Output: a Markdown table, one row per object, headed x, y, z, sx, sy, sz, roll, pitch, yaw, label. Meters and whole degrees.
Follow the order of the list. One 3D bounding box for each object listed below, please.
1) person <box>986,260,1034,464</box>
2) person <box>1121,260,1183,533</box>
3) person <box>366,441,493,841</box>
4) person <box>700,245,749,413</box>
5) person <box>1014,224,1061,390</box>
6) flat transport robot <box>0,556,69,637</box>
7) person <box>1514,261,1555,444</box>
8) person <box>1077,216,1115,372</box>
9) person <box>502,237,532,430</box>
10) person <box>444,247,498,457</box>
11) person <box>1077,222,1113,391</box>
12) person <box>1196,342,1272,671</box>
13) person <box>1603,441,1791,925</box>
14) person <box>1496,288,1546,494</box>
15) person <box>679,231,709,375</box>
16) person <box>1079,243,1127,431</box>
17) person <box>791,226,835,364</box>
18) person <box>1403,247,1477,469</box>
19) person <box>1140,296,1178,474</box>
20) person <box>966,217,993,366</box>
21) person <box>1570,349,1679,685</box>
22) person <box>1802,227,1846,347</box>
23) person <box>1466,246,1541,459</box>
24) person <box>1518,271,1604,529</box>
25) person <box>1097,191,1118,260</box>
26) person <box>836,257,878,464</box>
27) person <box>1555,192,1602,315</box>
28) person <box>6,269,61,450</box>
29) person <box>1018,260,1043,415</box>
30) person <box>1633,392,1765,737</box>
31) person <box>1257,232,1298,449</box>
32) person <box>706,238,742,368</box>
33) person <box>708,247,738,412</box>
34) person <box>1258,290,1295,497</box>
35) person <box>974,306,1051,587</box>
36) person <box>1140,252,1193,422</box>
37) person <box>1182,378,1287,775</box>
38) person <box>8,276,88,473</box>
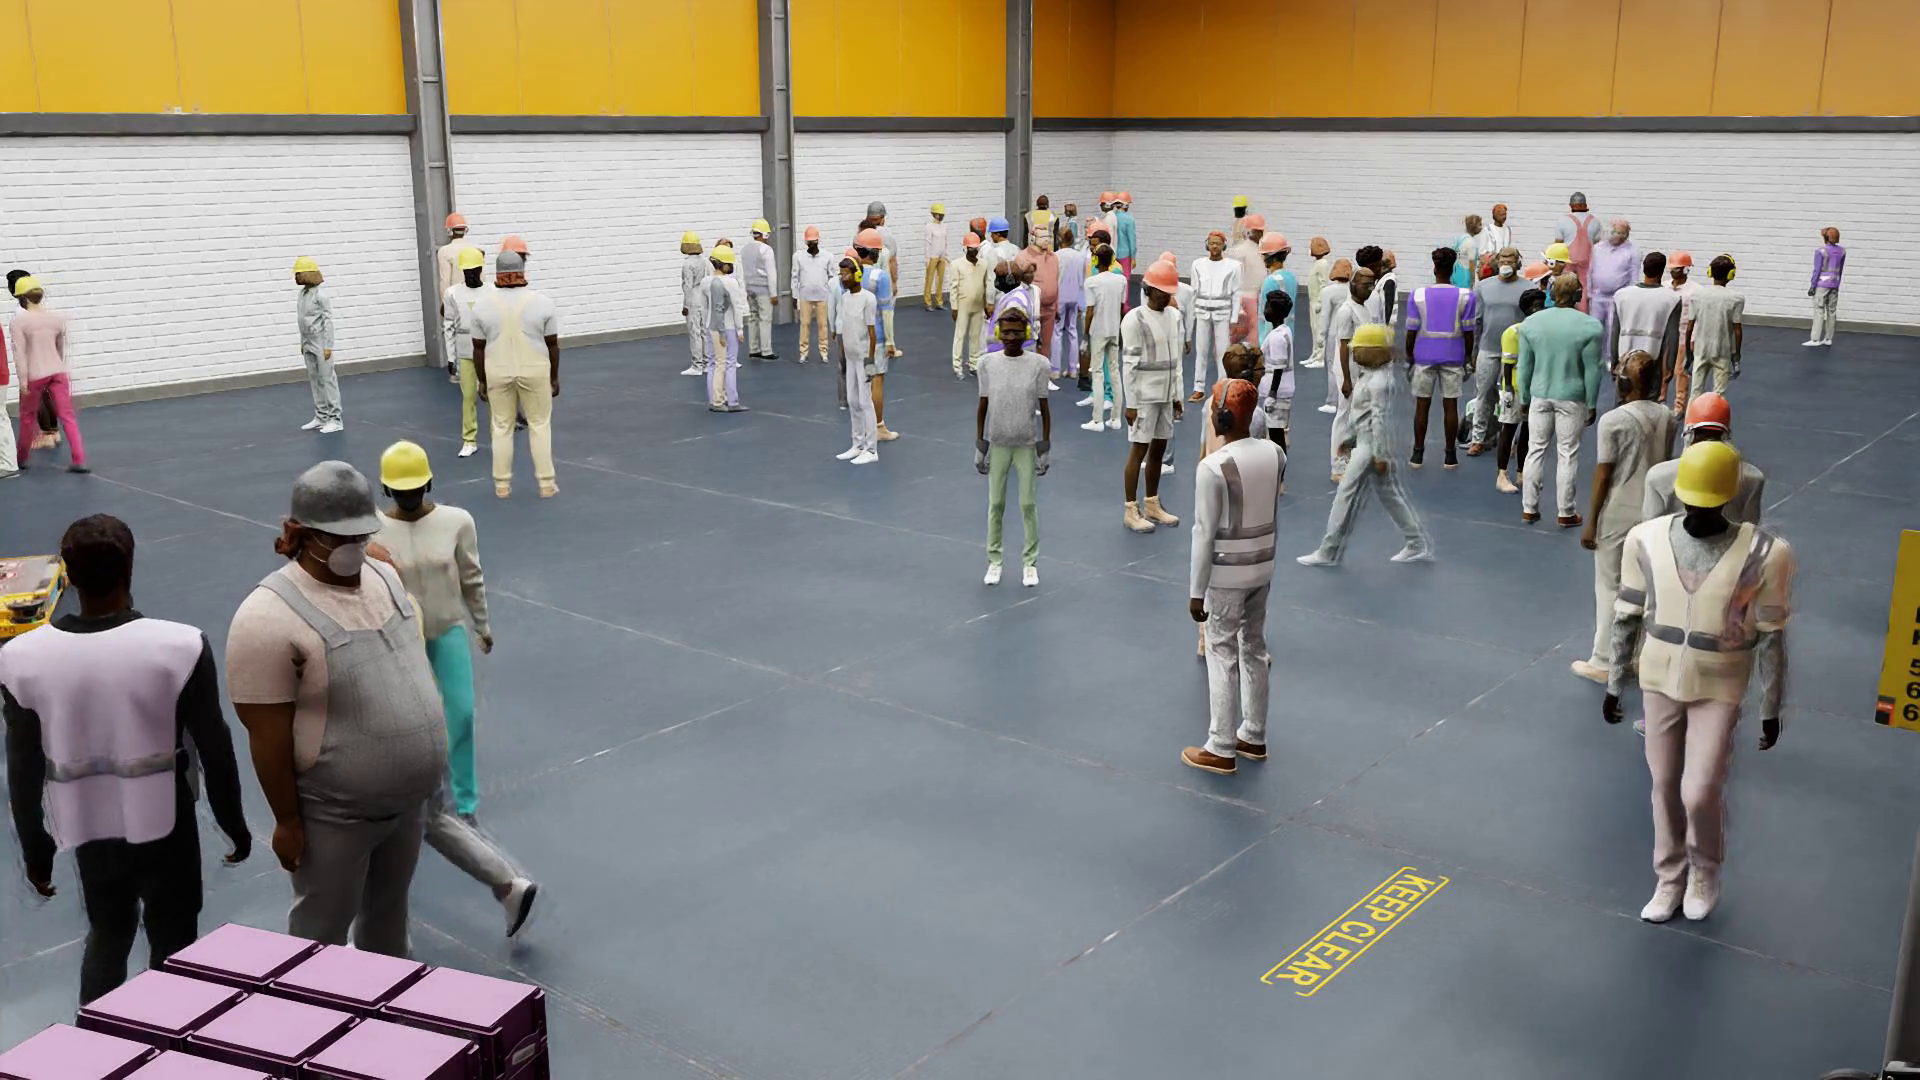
| x | y | z | sx | sy | sz | roll | pitch | yaw | label |
| --- | --- | --- | --- | --- | --- | --- | --- | --- | --- |
| 0.451 | -1.599 | 14.994 | 0.429 | 1.837 | 0.623 | 1 | 14 | 3 | person |
| 1.476 | -1.077 | 12.495 | 0.389 | 2.030 | 0.616 | 14 | 19 | 43 | person |
| -2.255 | 0.436 | 7.043 | 0.567 | 1.731 | 0.756 | -7 | 16 | -25 | person |
| -2.514 | -2.237 | 17.670 | 0.523 | 1.769 | 0.310 | 8 | 16 | 29 | person |
| 0.908 | -2.637 | 18.983 | 0.642 | 1.909 | 0.409 | -12 | 19 | -40 | person |
| -6.016 | 0.339 | 10.408 | 0.652 | 0.197 | 1.431 | -6 | 15 | -21 | flat transport robot |
| 5.473 | -1.781 | 15.890 | 0.337 | 1.742 | 0.572 | 11 | 18 | 38 | person |
| 1.640 | -3.037 | 20.583 | 0.407 | 1.906 | 0.655 | -6 | 15 | -23 | person |
| -4.502 | -2.074 | 16.747 | 0.520 | 1.911 | 0.615 | -6 | 15 | -24 | person |
| -4.412 | -1.713 | 15.249 | 0.591 | 1.925 | 0.385 | -1 | 14 | -6 | person |
| 1.547 | -2.670 | 19.073 | 0.382 | 1.931 | 0.541 | 0 | 14 | -1 | person |
| 1.544 | -0.186 | 9.314 | 0.333 | 1.844 | 0.514 | -7 | 16 | -28 | person |
| 2.731 | 0.555 | 6.230 | 0.632 | 1.896 | 0.457 | 12 | 18 | 40 | person |
| 4.704 | -1.241 | 13.830 | 0.535 | 1.697 | 0.318 | -8 | 16 | -29 | person |
| -3.270 | -2.899 | 20.361 | 0.294 | 1.744 | 0.487 | 4 | 15 | 15 | person |
| 1.426 | -2.016 | 16.587 | 0.518 | 1.867 | 0.329 | -8 | 16 | -28 | person |
| -1.869 | -3.127 | 21.250 | 0.572 | 1.749 | 0.340 | -1 | 14 | -6 | person |
| 4.242 | -1.606 | 14.740 | 0.603 | 1.966 | 0.367 | 4 | 15 | 14 | person |
| 1.750 | -1.394 | 14.567 | 0.274 | 1.632 | 0.507 | -3 | 14 | -11 | person |
| 0.264 | -3.082 | 20.799 | 0.339 | 1.885 | 0.584 | -2 | 14 | -8 | person |
| 3.631 | -0.116 | 9.057 | 0.508 | 1.841 | 0.338 | -6 | 15 | -23 | person |
| 11.910 | -3.477 | 22.882 | 0.511 | 1.640 | 0.308 | -5 | 15 | -20 | person |
| 4.964 | -1.716 | 15.238 | 0.629 | 1.940 | 0.372 | 6 | 15 | 22 | person |
| 4.526 | -1.054 | 12.594 | 0.630 | 1.940 | 0.373 | 10 | 17 | 36 | person |
| 2.317 | -4.451 | 26.049 | 0.376 | 1.996 | 0.612 | 3 | 14 | 11 | person |
| -0.931 | -1.619 | 15.025 | 0.338 | 1.858 | 0.524 | -10 | 17 | -36 | person |
| 9.250 | -4.230 | 25.079 | 0.683 | 2.000 | 0.535 | 0 | 14 | -2 | person |
| -8.751 | -1.708 | 15.724 | 0.320 | 1.685 | 0.539 | -4 | 15 | -15 | person |
| 0.667 | -2.104 | 17.391 | 0.309 | 1.643 | 0.513 | 12 | 19 | 41 | person |
| 3.595 | 0.147 | 8.164 | 0.563 | 1.752 | 0.327 | 2 | 14 | 8 | person |
| 2.904 | -1.831 | 15.489 | 0.386 | 2.039 | 0.615 | 8 | 16 | 29 | person |
| -2.951 | -2.945 | 20.781 | 0.321 | 1.627 | 0.509 | 12 | 18 | 39 | person |
| -2.500 | -2.229 | 17.670 | 0.342 | 1.754 | 0.531 | 0 | 14 | -2 | person |
| 2.591 | -1.206 | 13.689 | 0.318 | 1.697 | 0.536 | 3 | 14 | 12 | person |
| 0.349 | -0.614 | 11.000 | 0.514 | 1.861 | 0.323 | 2 | 14 | 9 | person |
| 2.102 | -2.073 | 17.060 | 0.572 | 1.738 | 0.348 | -1 | 14 | -6 | person |
| 1.289 | 0.173 | 7.828 | 0.569 | 1.878 | 0.351 | -11 | 18 | -38 | person |
| -8.082 | -1.443 | 14.593 | 0.877 | 1.715 | 0.527 | 8 | 16 | 28 | person |
